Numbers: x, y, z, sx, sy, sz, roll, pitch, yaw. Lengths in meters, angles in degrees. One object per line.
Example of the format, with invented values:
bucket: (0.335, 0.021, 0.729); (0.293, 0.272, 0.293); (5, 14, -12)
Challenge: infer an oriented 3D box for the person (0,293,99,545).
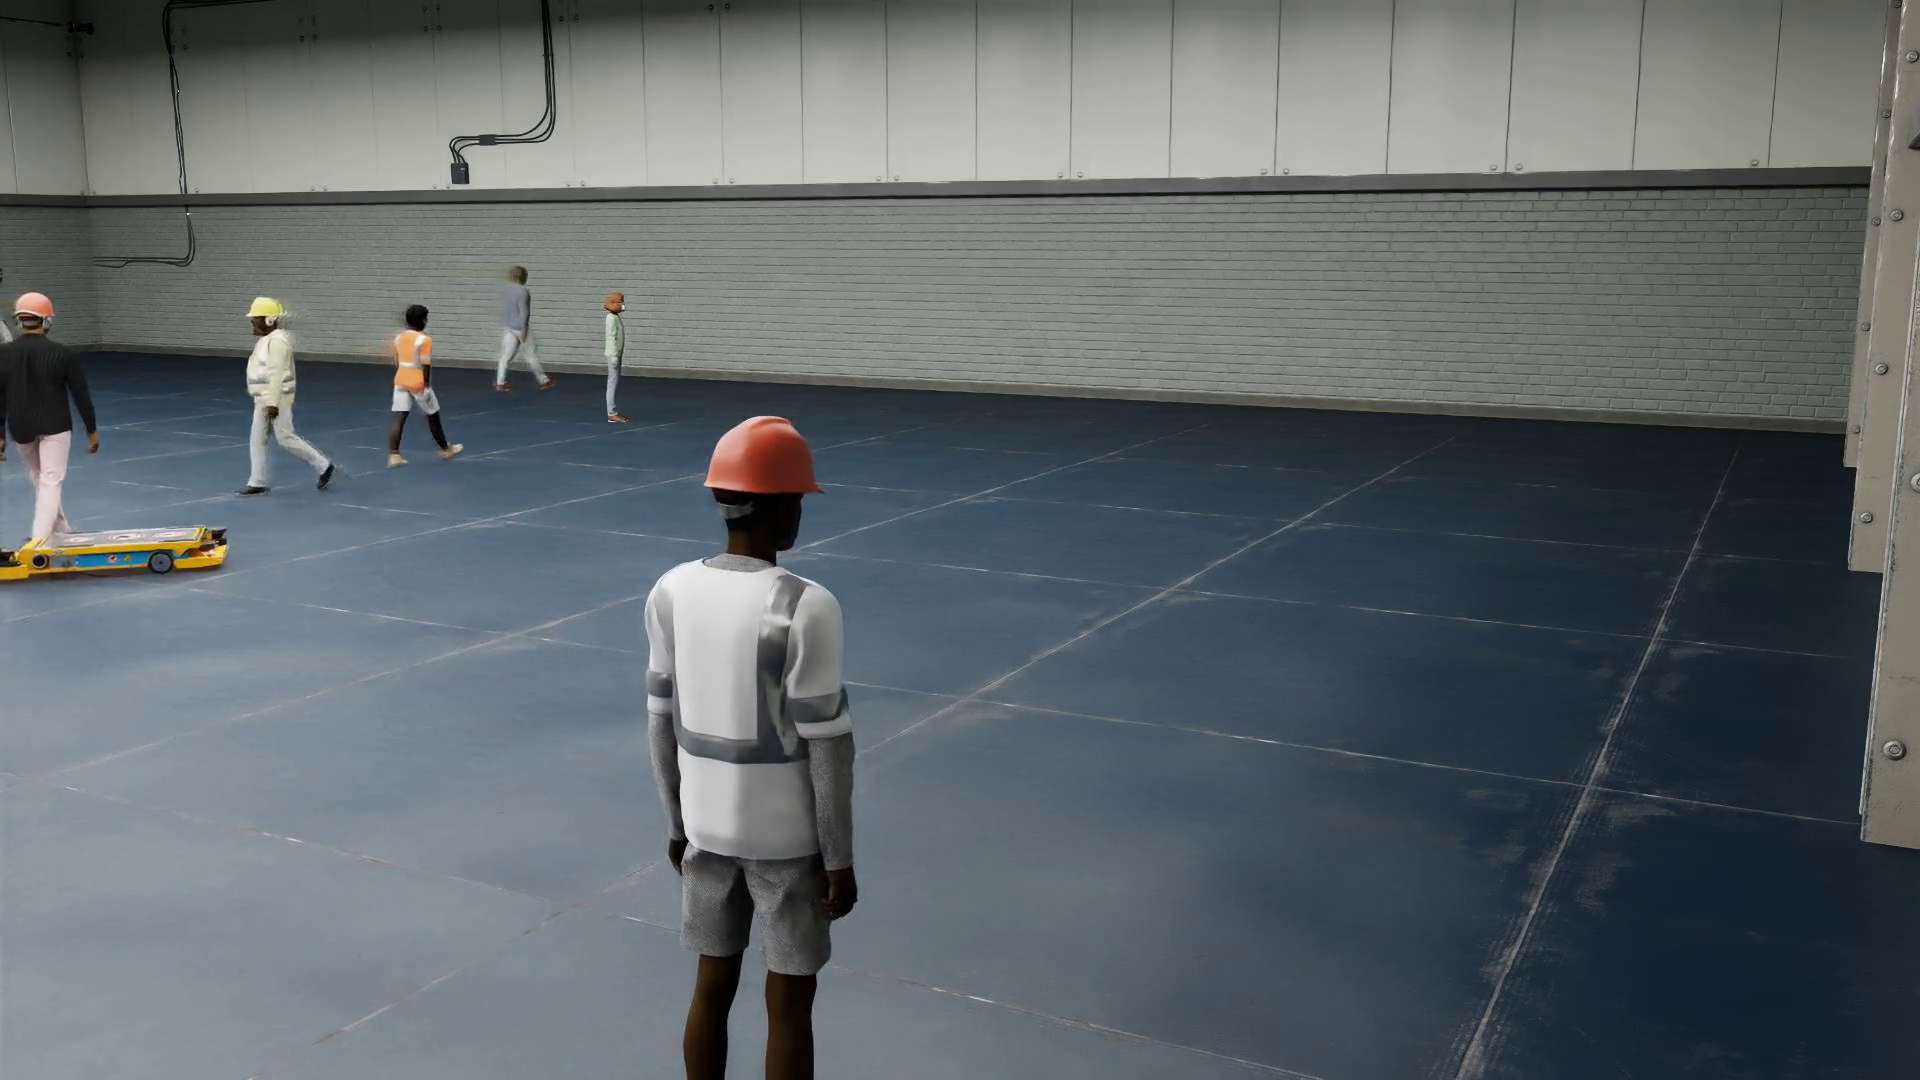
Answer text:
person: (-6.599, -0.802, 11.995); (0.640, 1.944, 1.024); (-1, 10, -7)

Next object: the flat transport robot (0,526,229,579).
flat transport robot: (-5.973, 0.076, 11.757); (1.431, 0.197, 0.652); (-4, 11, -20)

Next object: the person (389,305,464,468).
person: (-5.538, -1.583, 17.042); (0.556, 1.630, 0.909); (5, 12, 27)

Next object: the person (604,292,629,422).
person: (-4.358, -2.312, 21.059); (0.279, 1.632, 0.502); (-1, 10, -5)

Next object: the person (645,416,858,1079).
person: (-0.469, 0.670, 3.978); (0.552, 1.932, 0.377); (6, 12, 30)

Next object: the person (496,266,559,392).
person: (-6.632, -3.188, 25.159); (1.012, 1.884, 0.651); (-10, 14, -42)

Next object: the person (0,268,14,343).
person: (-16.073, -3.626, 27.668); (0.901, 1.841, 0.514); (-9, 14, -41)

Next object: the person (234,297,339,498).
person: (-6.149, -1.291, 15.040); (0.829, 1.809, 0.592); (-8, 13, -38)
